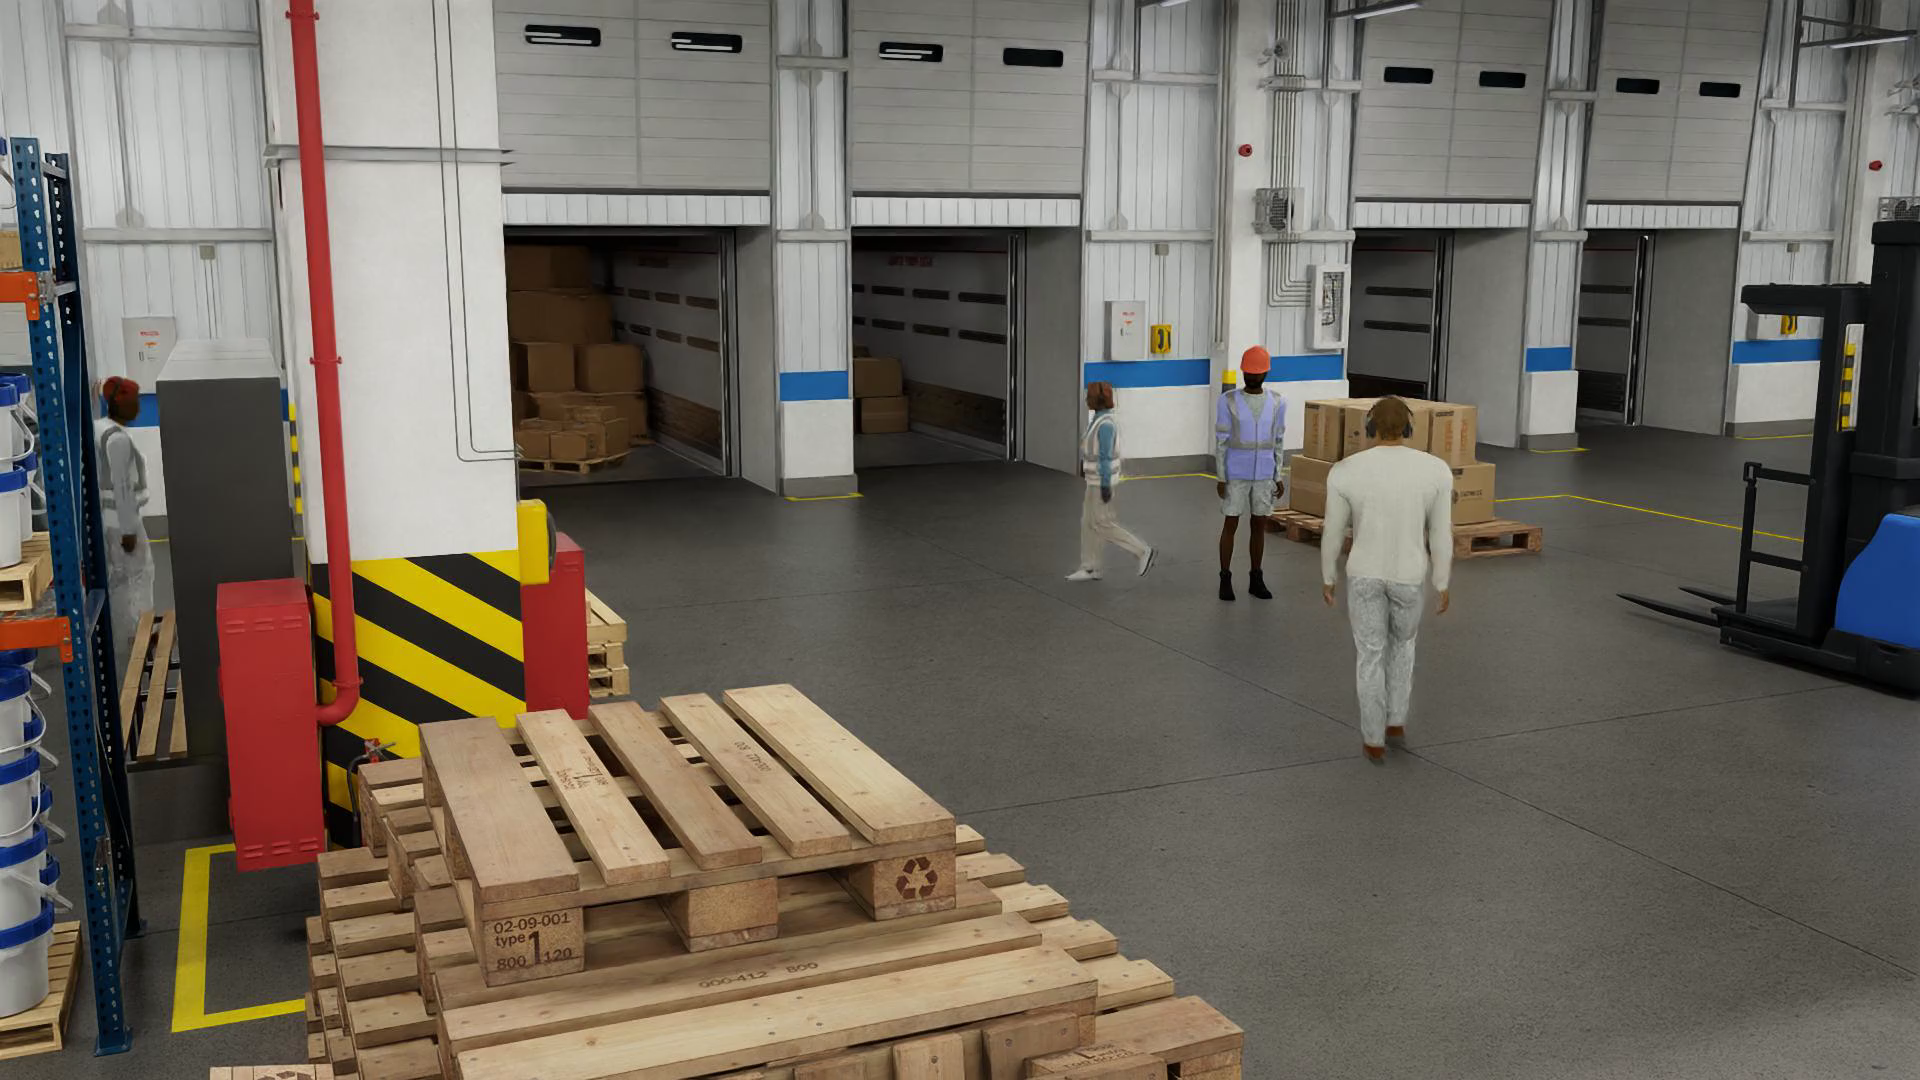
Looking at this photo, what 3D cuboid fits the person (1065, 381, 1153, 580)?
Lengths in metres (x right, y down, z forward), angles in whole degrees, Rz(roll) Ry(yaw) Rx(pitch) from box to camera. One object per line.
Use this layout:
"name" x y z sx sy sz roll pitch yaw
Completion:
"person" 1.182 -0.457 13.186 0.610 1.621 0.522 -1 10 -3

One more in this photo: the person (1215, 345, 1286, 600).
"person" 2.197 -0.501 12.563 0.544 1.933 0.376 -1 10 -8

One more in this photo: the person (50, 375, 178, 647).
"person" -5.514 -0.147 10.806 0.705 1.855 0.608 -8 13 -39

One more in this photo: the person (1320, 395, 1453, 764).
"person" 2.224 0.193 8.761 0.661 1.919 0.624 1 10 8

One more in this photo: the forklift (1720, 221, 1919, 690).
"forklift" 5.949 -0.550 10.218 1.129 2.768 1.873 -4 11 -23
